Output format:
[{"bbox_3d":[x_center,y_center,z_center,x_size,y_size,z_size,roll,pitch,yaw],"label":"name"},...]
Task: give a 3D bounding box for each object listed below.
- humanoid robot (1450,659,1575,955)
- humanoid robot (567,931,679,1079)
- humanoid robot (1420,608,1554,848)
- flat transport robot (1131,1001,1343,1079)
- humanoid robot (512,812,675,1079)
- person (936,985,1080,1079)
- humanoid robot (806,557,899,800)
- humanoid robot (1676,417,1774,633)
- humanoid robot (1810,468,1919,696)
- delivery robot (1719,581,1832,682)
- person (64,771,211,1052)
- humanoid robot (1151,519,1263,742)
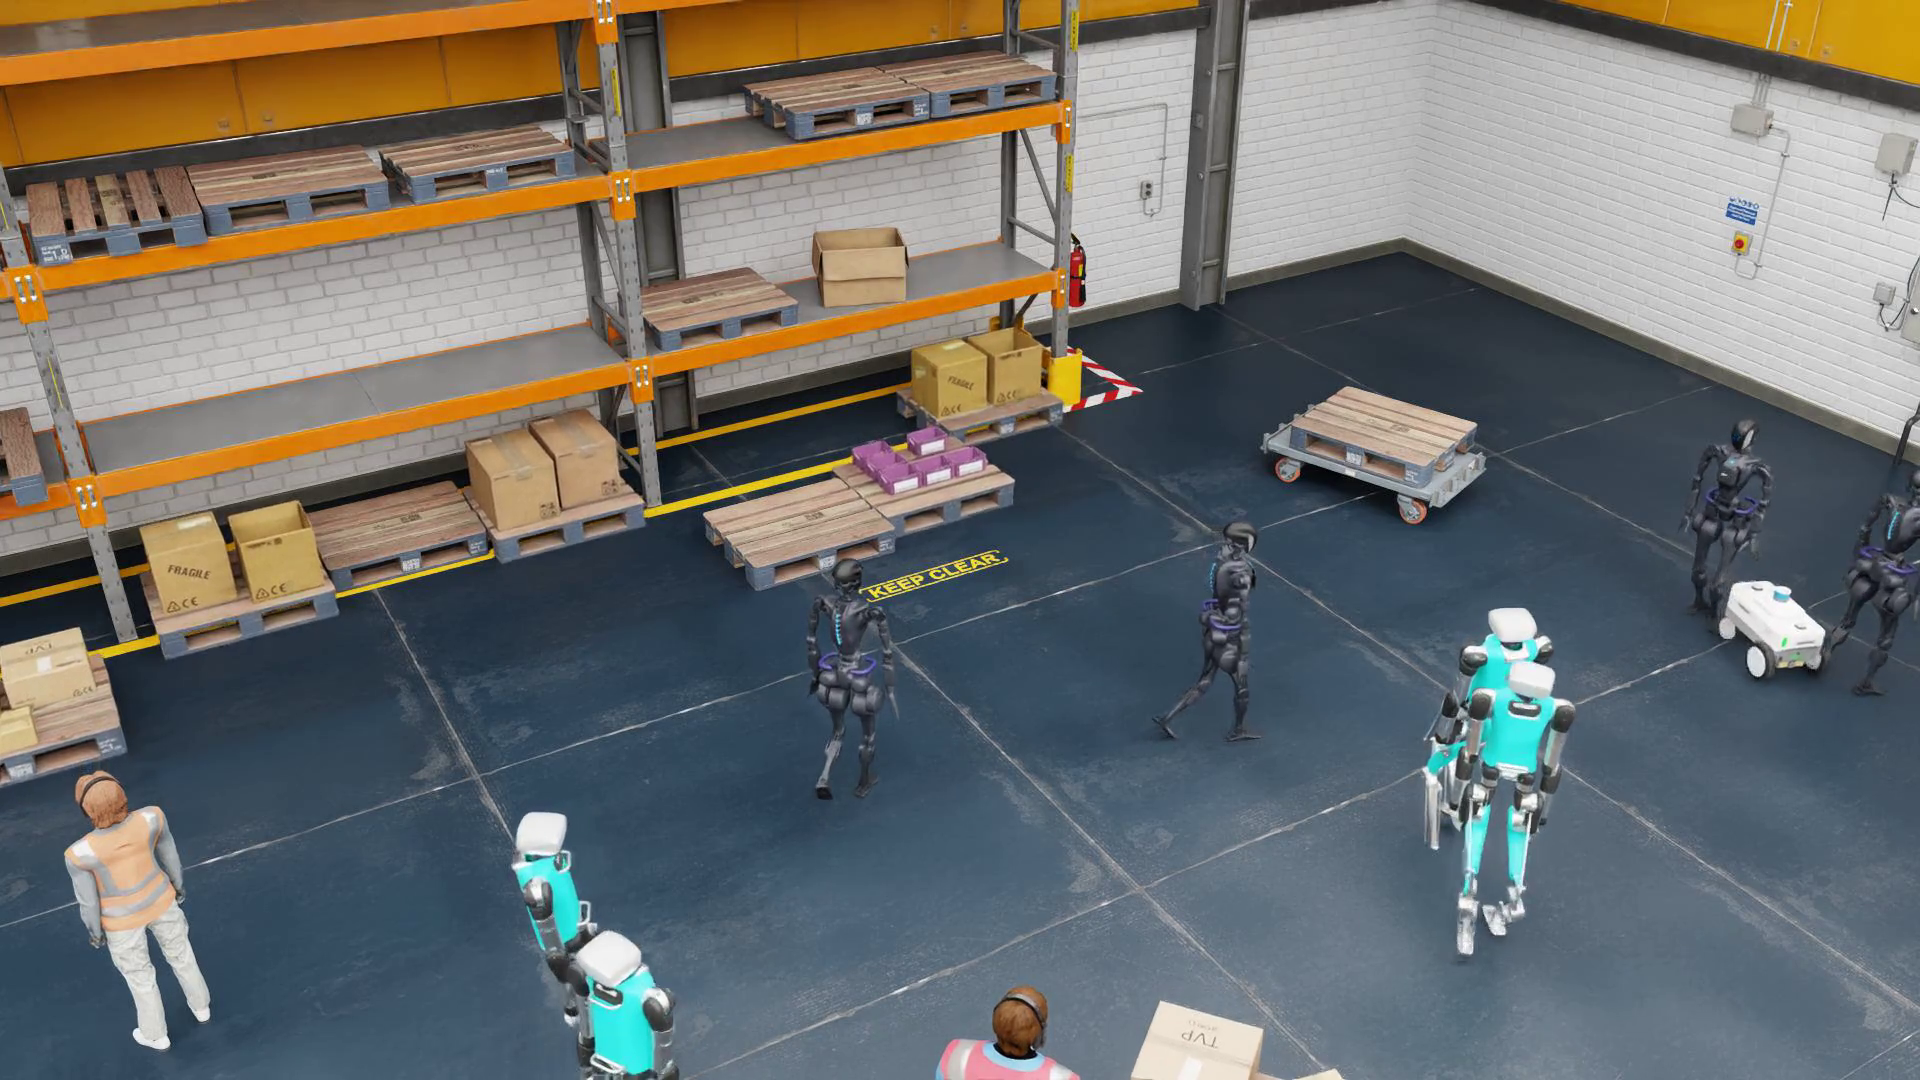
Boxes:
[{"bbox_3d":[2.857,1.516,8.747,0.547,1.738,0.710,6,30,11],"label":"humanoid robot"},{"bbox_3d":[-1.504,2.490,7.043,0.563,1.713,0.990,17,34,27],"label":"humanoid robot"},{"bbox_3d":[2.935,1.045,9.689,0.532,1.812,0.840,-6,30,-11],"label":"humanoid robot"},{"bbox_3d":[1.301,3.044,7.586,0.659,0.231,1.431,11,31,19],"label":"flat transport robot"},{"bbox_3d":[-1.651,2.068,7.906,0.747,1.877,0.552,-5,30,-8],"label":"humanoid robot"},{"bbox_3d":[0.216,2.564,6.854,0.628,1.837,0.431,10,31,17],"label":"person"},{"bbox_3d":[-0.677,0.889,9.970,0.614,1.637,0.510,11,31,18],"label":"humanoid robot"},{"bbox_3d":[5.431,-0.136,11.793,0.351,1.639,0.603,-22,36,-34],"label":"humanoid robot"},{"bbox_3d":[6.131,0.263,11.075,0.395,1.636,0.589,-15,33,-24],"label":"humanoid robot"},{"bbox_3d":[5.680,0.598,11.602,0.499,0.571,0.756,-4,30,-8],"label":"delivery robot"},{"bbox_3d":[-4.101,1.850,8.303,0.304,1.639,0.521,20,35,31],"label":"person"},{"bbox_3d":[1.616,0.597,10.527,0.701,1.641,0.612,-5,30,-9],"label":"humanoid robot"}]
